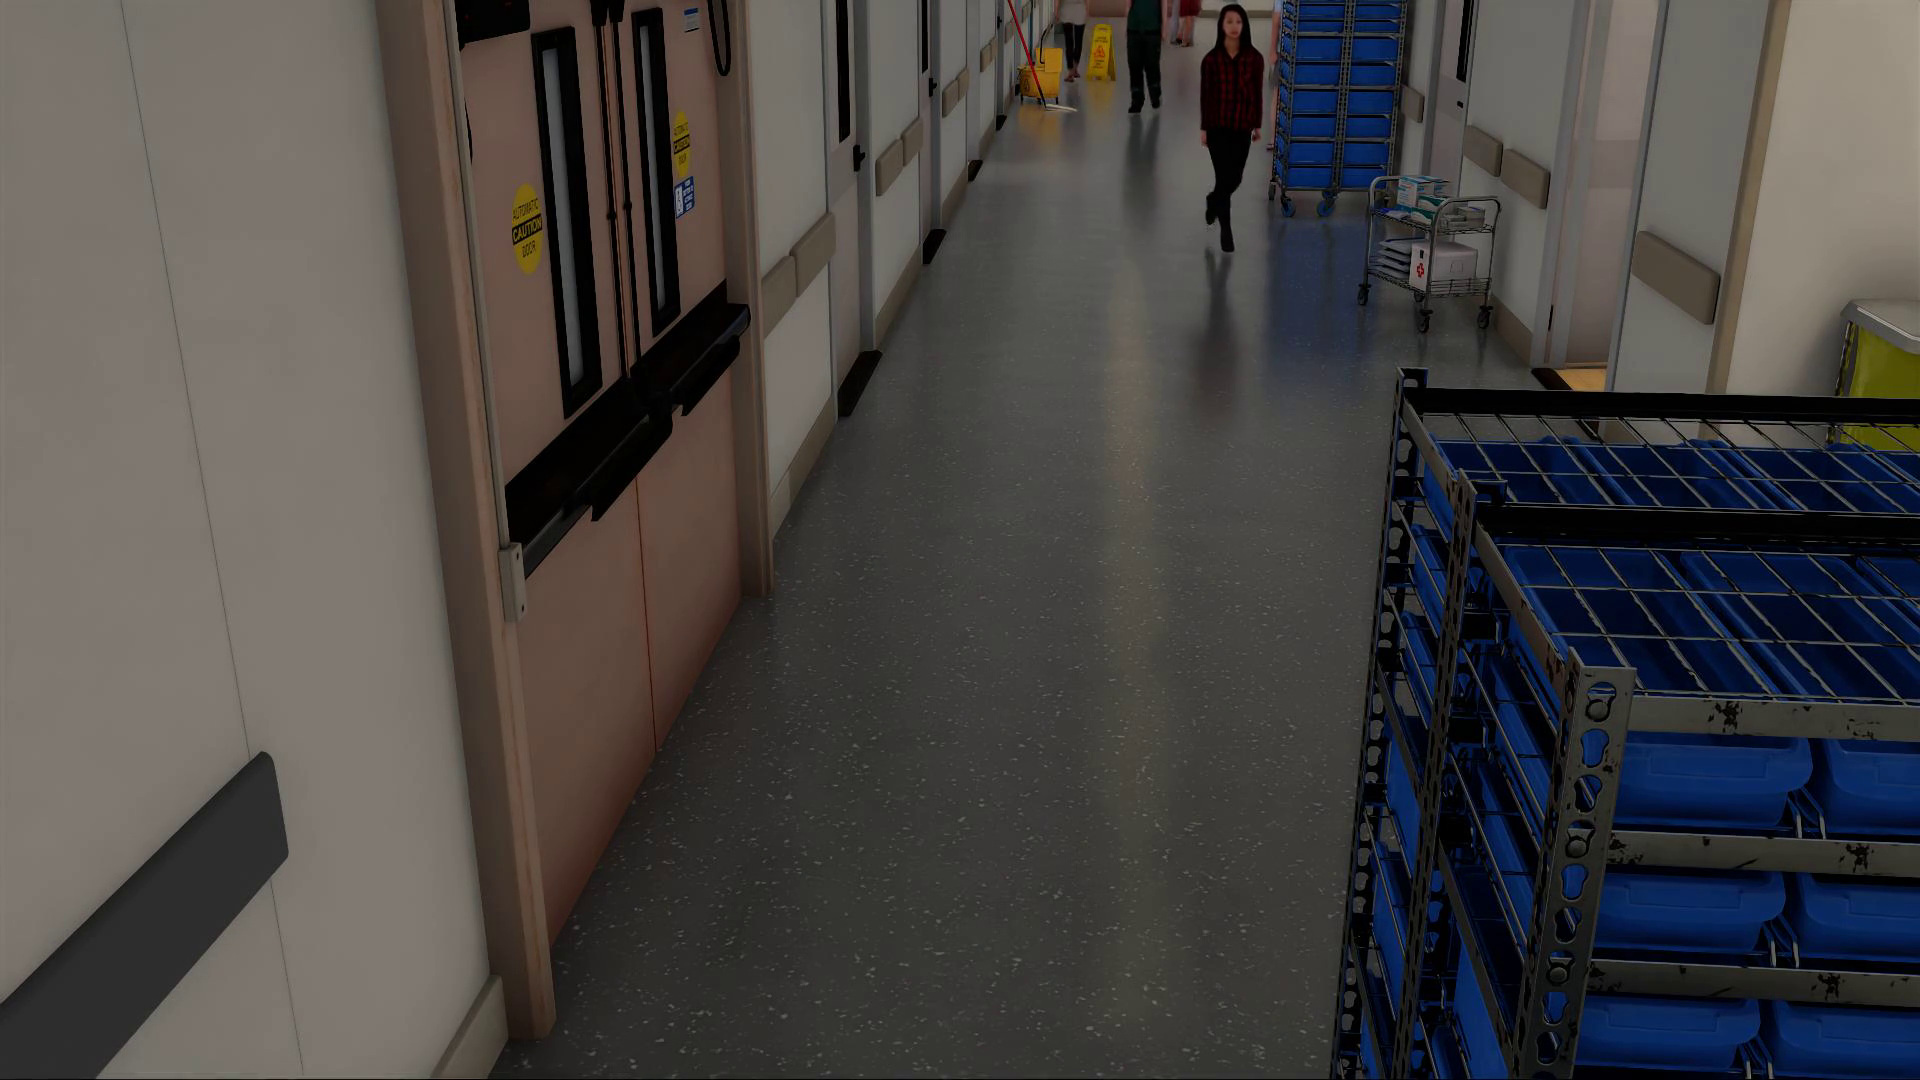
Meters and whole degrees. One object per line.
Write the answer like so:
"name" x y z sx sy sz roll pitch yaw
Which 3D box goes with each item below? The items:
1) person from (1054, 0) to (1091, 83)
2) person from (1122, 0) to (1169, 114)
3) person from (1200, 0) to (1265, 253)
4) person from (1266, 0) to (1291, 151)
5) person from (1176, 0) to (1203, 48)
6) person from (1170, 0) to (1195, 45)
"person" 1.583 -7.228 22.870 0.678 1.809 0.704 -3 21 -8
"person" 2.165 -5.940 19.425 0.771 1.836 0.852 8 22 20
"person" 1.859 -2.861 11.584 0.700 1.636 1.022 -2 21 -4
"person" 3.317 -4.811 16.456 0.648 1.832 0.541 2 21 6
"person" 3.932 -9.317 28.765 0.816 1.532 0.760 -17 27 -38
"person" 3.956 -9.668 29.424 0.648 1.730 0.583 4 21 11
